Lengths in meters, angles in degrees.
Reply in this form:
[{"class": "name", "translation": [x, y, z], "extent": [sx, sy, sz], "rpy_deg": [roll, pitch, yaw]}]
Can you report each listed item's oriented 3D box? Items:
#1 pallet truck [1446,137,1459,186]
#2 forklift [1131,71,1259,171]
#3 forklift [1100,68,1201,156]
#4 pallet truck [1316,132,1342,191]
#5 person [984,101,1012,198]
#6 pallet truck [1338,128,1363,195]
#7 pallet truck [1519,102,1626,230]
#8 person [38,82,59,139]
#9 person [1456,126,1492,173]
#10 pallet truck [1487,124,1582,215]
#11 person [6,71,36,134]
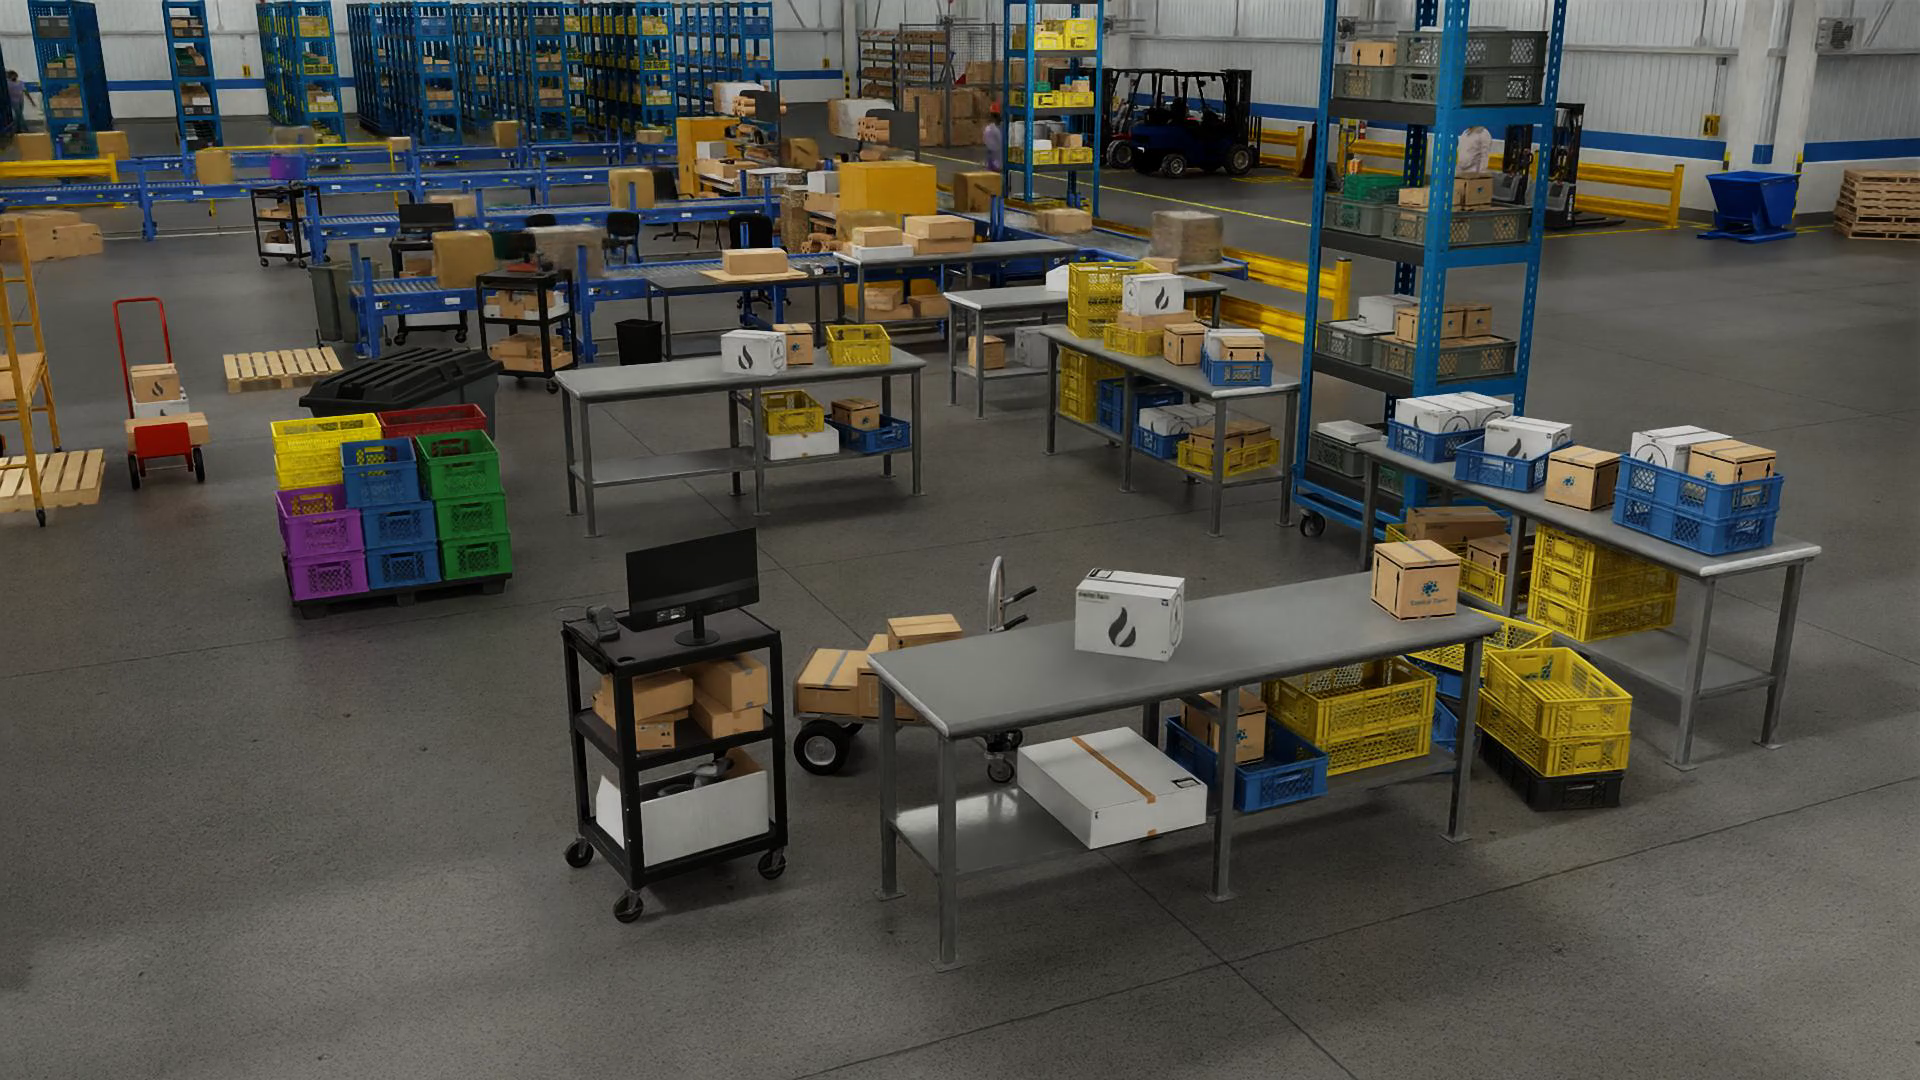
[{"class": "pallet truck", "translation": [9.184, -6.485, 29.328], "extent": [1.630, 1.274, 0.653], "rpy_deg": [-8, 19, -23]}, {"class": "forklift", "translation": [4.998, -8.936, 35.413], "extent": [2.680, 1.987, 1.157], "rpy_deg": [-9, 20, -25]}, {"class": "forklift", "translation": [4.082, -9.564, 37.410], "extent": [2.680, 1.987, 1.157], "rpy_deg": [-8, 19, -23]}, {"class": "pallet truck", "translation": [7.723, -7.504, 32.656], "extent": [1.601, 1.201, 0.680], "rpy_deg": [-8, 19, -23]}, {"class": "person", "translation": [0.521, -6.085, 26.932], "extent": [0.982, 2.012, 0.618], "rpy_deg": [8, 19, 25]}, {"class": "pallet truck", "translation": [7.845, -7.140, 31.411], "extent": [1.522, 1.261, 0.704], "rpy_deg": [-9, 20, -25]}, {"class": "pallet truck", "translation": [9.972, -6.037, 26.785], "extent": [1.885, 1.965, 0.823], "rpy_deg": [-9, 20, -25]}, {"class": "person", "translation": [-22.368, -10.343, 40.671], "extent": [0.802, 1.804, 0.597], "rpy_deg": [-11, 20, -30]}, {"class": "person", "translation": [8.011, -5.791, 26.149], "extent": [0.410, 1.913, 0.651], "rpy_deg": [-8, 19, -22]}, {"class": "pallet truck", "translation": [9.707, -6.455, 28.103], "extent": [1.885, 1.965, 0.823], "rpy_deg": [-7, 19, -20]}, {"class": "person", "translation": [-26.592, -12.345, 47.013], "extent": [0.945, 1.780, 0.700], "rpy_deg": [7, 19, 22]}]
